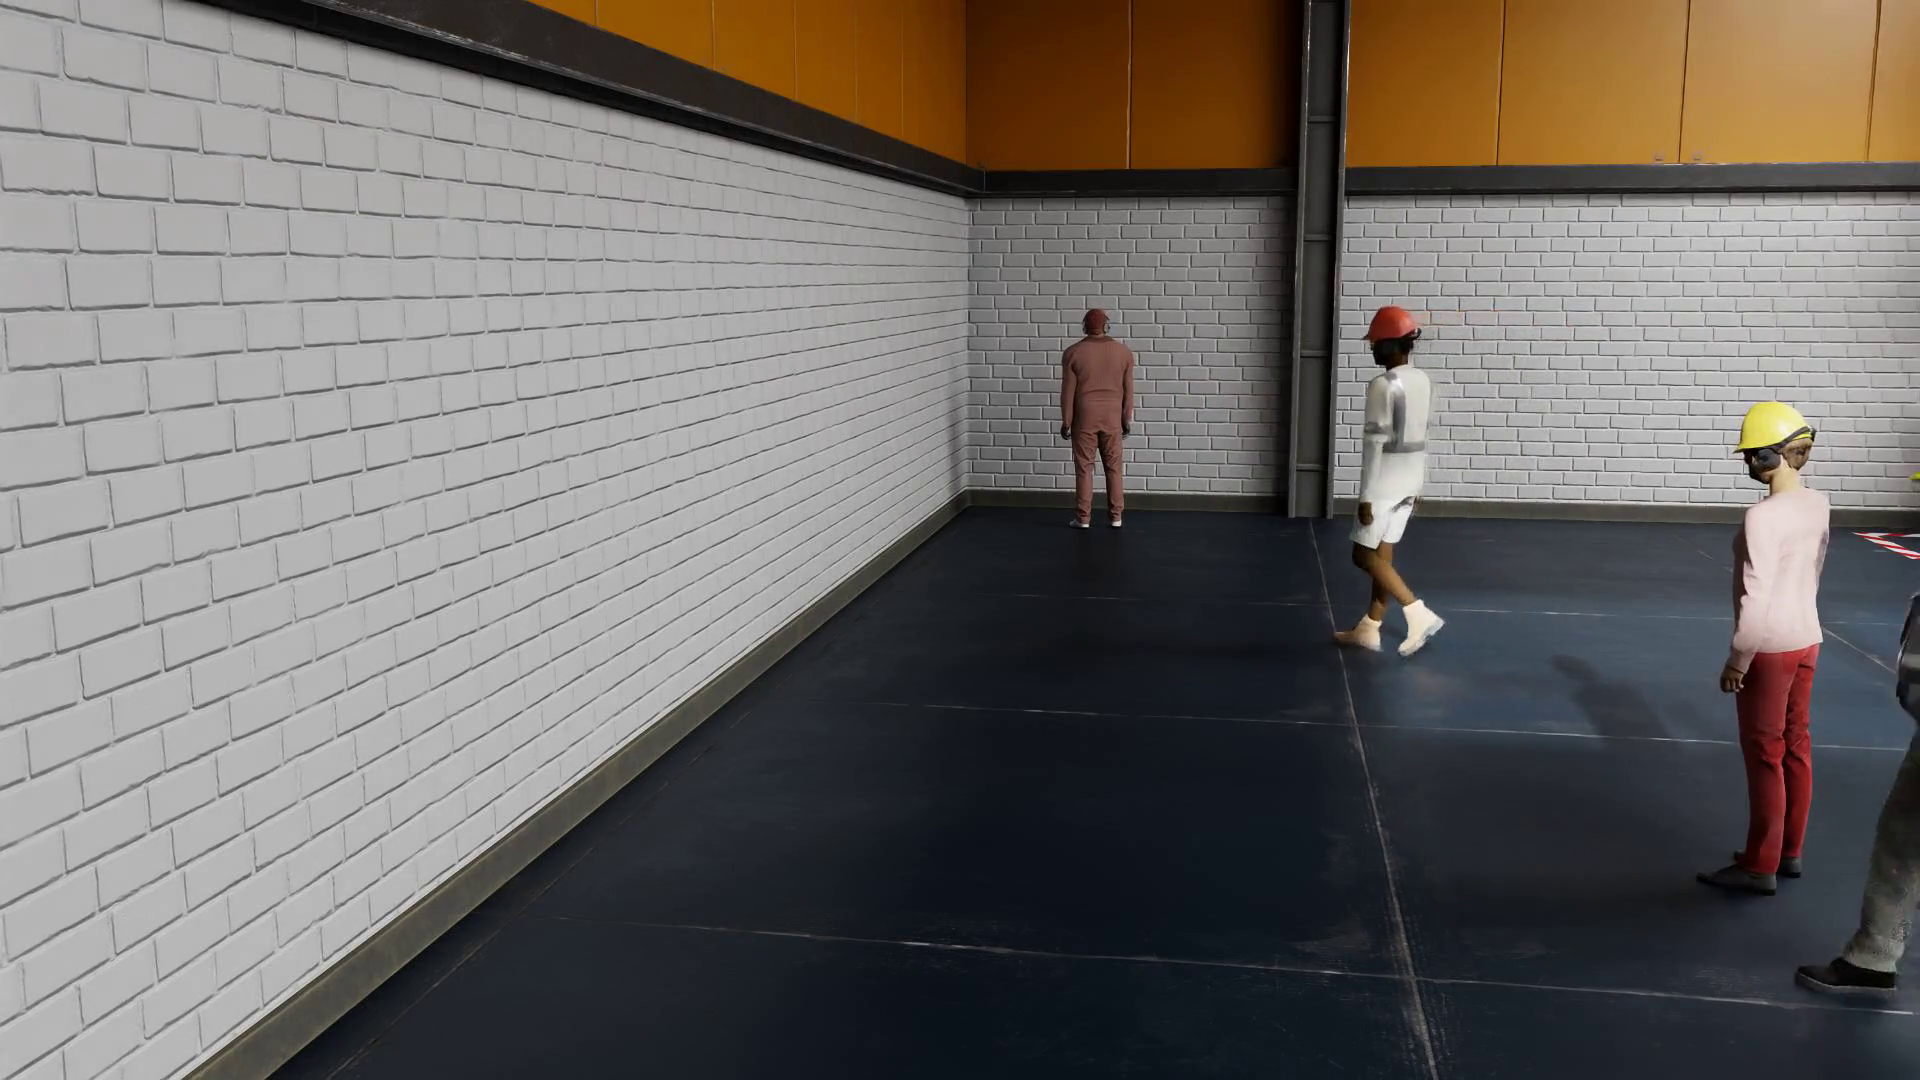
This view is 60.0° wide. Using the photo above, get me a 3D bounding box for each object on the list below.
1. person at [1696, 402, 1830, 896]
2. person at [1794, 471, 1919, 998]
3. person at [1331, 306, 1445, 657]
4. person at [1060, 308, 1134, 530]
[{"bbox_3d":[2.889,0.387,5.963,0.524,1.760,0.327,-8,12,-40],"label":"person"},{"bbox_3d":[3.076,0.543,4.918,0.906,1.790,0.584,2,9,15],"label":"person"},{"bbox_3d":[2.477,-0.321,9.514,0.738,2.026,0.628,9,13,44],"label":"person"},{"bbox_3d":[1.167,-1.037,14.343,0.642,1.905,0.399,-1,9,-9],"label":"person"}]
